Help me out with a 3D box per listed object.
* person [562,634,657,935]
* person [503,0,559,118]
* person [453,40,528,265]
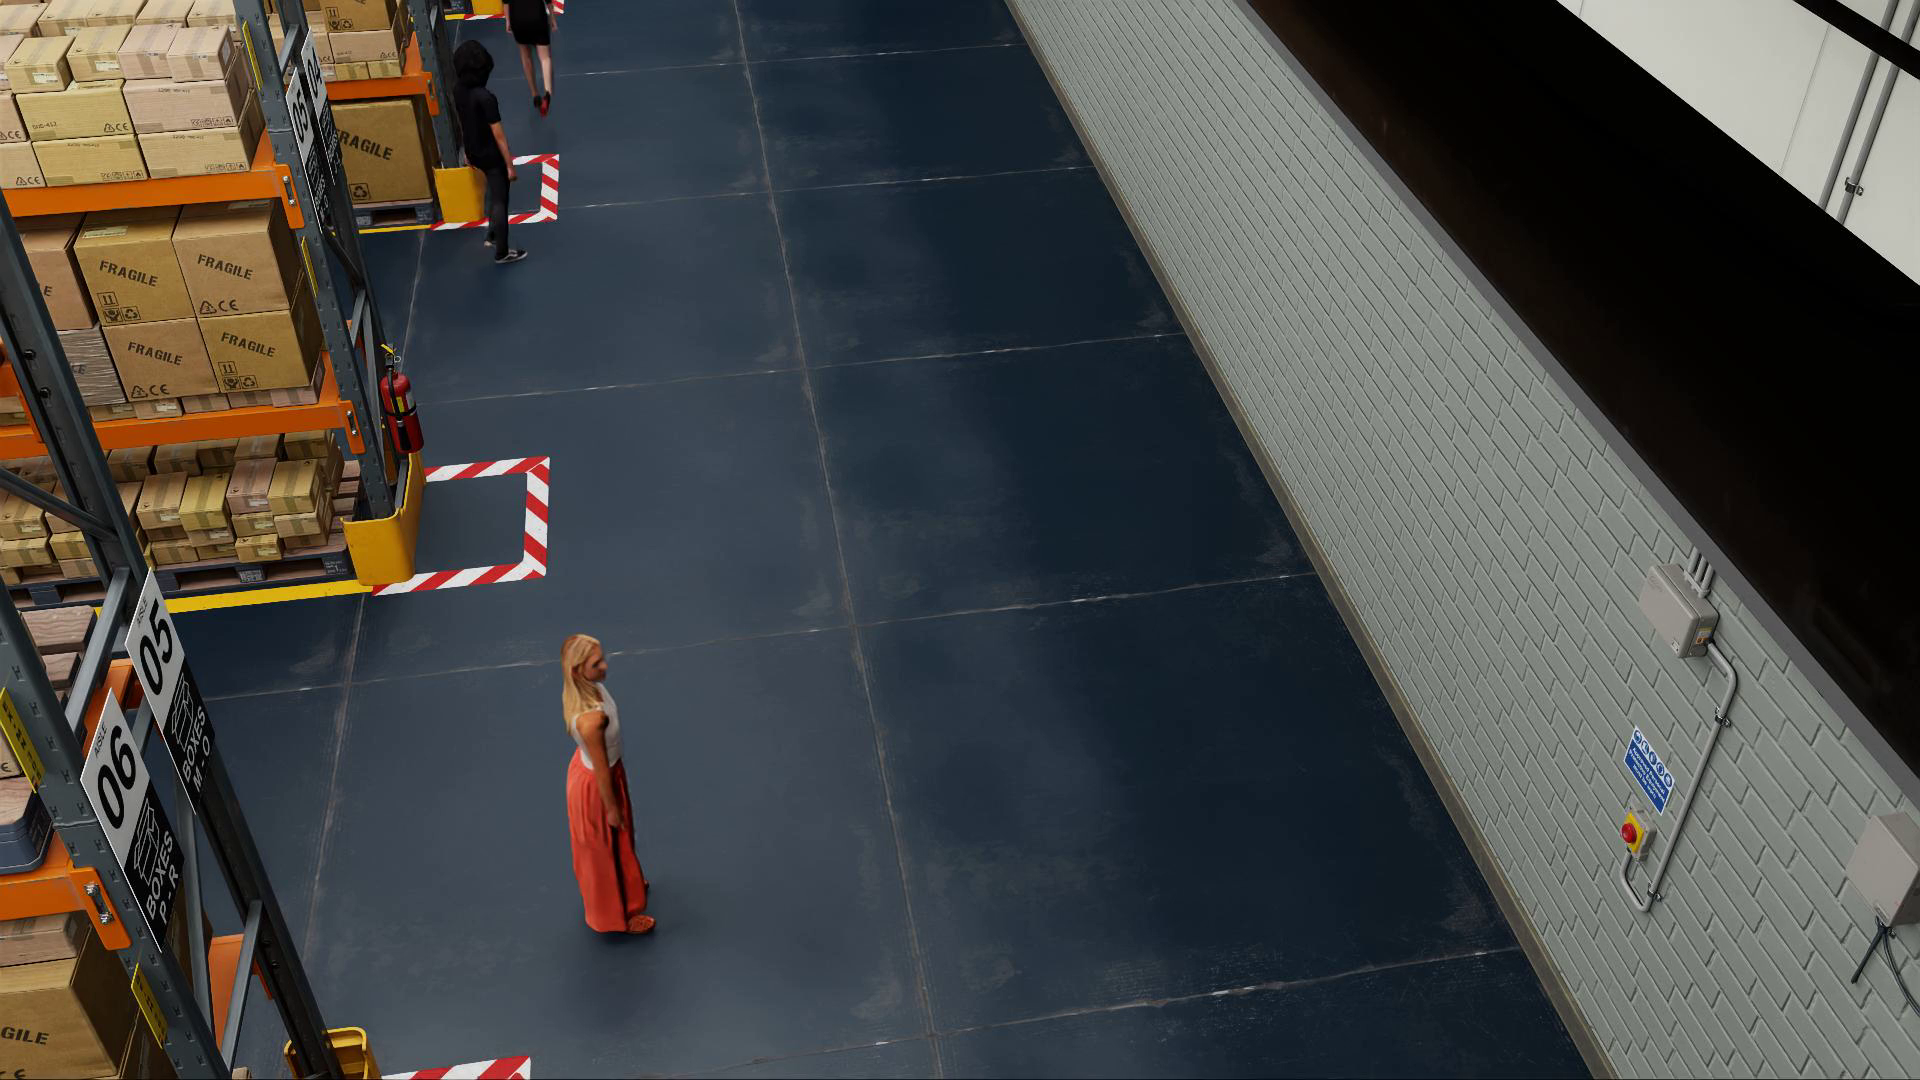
[{"bbox_3d":[-1.716,1.163,7.926,0.577,1.801,0.618,-7,39,-9],"label":"person"},{"bbox_3d":[-4.006,-4.768,15.525,0.930,1.778,0.682,-8,39,-10],"label":"person"},{"bbox_3d":[-3.868,-3.065,13.321,0.856,1.813,0.822,-31,48,-34],"label":"person"}]
